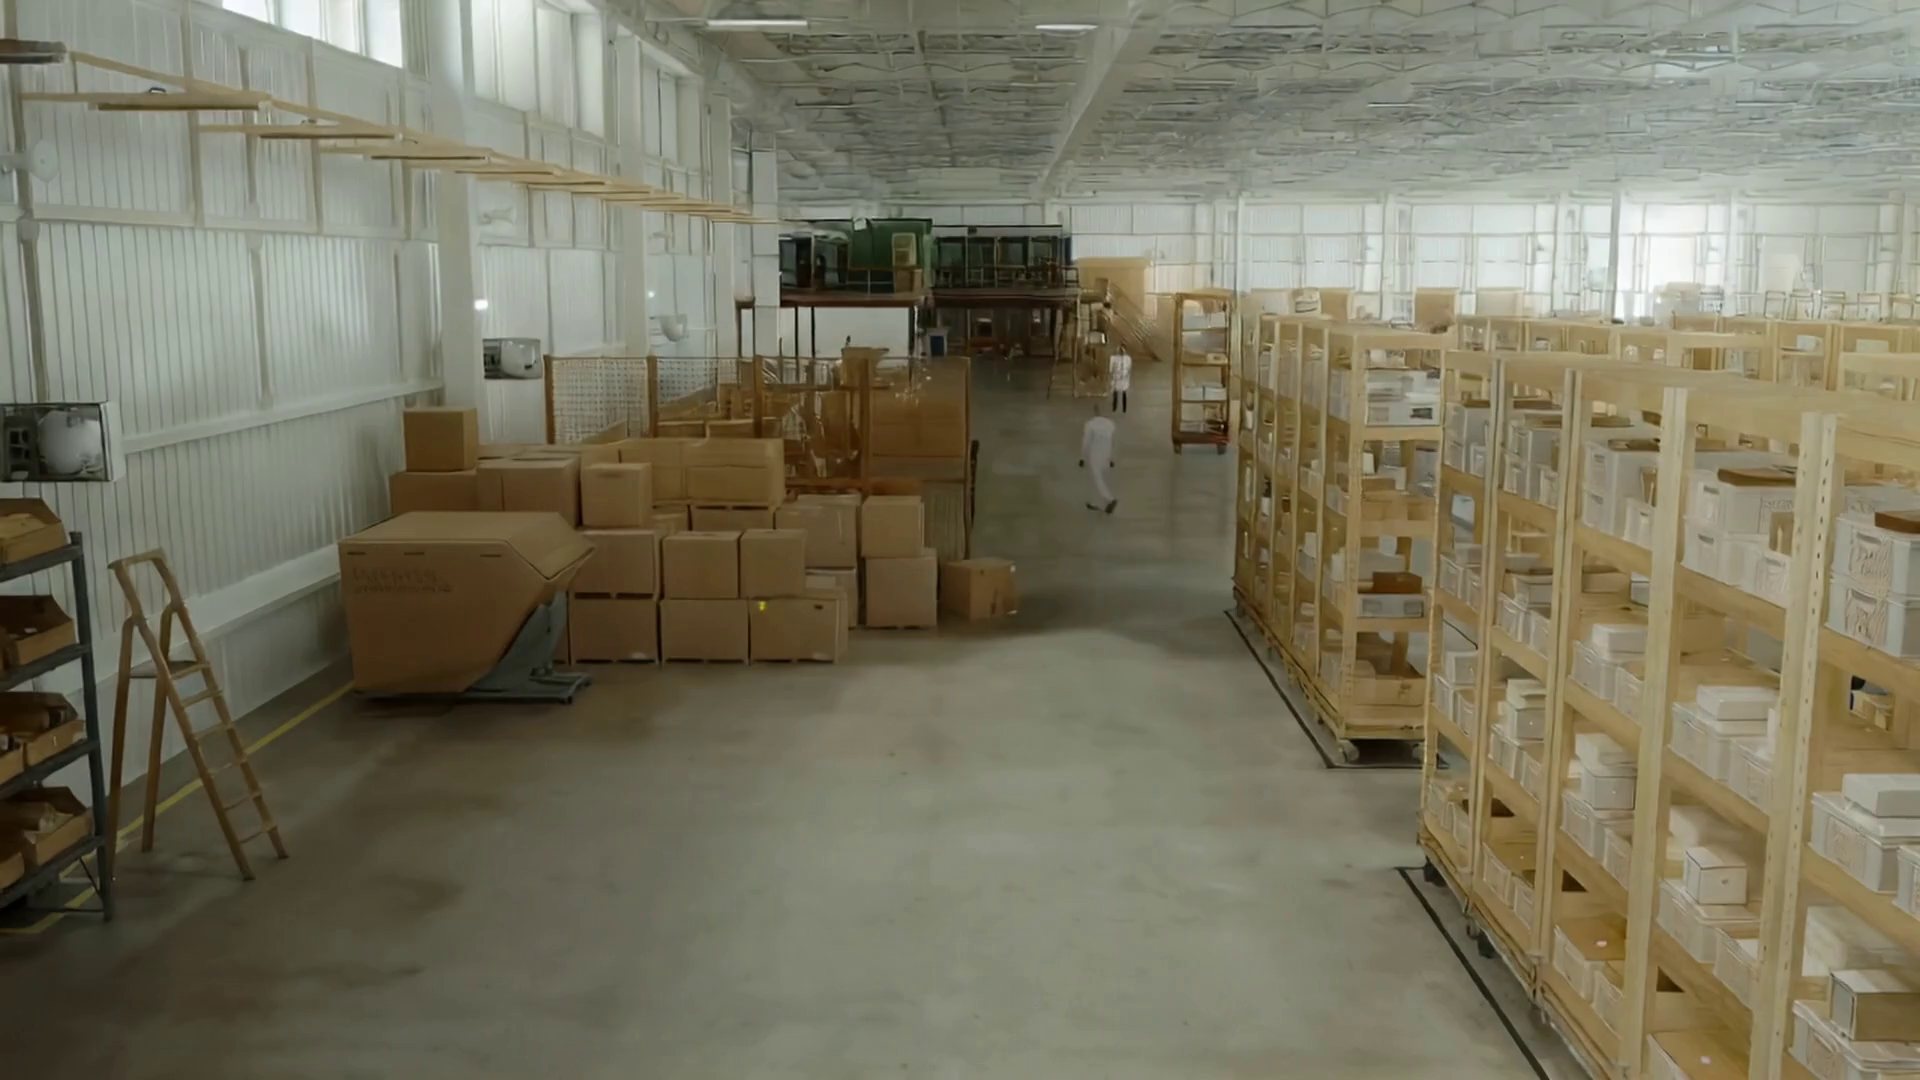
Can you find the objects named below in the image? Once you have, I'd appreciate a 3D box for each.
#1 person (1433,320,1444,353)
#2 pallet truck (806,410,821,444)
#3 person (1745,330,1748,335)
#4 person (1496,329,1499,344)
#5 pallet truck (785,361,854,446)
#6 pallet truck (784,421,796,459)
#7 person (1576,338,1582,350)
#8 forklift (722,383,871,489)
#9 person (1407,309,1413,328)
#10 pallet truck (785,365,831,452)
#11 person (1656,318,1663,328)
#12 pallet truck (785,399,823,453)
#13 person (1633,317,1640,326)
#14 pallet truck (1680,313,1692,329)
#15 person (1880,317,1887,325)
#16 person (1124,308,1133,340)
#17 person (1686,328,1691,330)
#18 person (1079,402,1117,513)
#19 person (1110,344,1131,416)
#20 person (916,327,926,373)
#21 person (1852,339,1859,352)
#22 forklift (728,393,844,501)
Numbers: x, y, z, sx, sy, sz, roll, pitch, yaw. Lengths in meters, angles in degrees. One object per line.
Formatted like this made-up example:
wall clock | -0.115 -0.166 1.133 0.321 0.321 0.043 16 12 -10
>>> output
person | 21.875 -9.140 76.084 0.558 1.862 0.851 -9 13 -42
pallet truck | -3.559 -2.018 33.905 1.522 1.261 0.704 0 9 -1
person | 34.388 -8.655 73.233 0.953 1.817 0.533 0 9 -3
person | 25.970 -9.892 80.539 0.742 1.924 0.638 6 11 33
pallet truck | -3.410 -3.193 38.978 1.885 1.965 0.823 0 9 -1
pallet truck | -4.013 -1.793 32.705 1.601 1.201 0.680 0 9 1
person | 24.803 -7.808 67.312 0.672 2.000 0.536 2 9 14
forklift | -2.893 -1.687 28.729 2.680 1.987 1.157 0 9 -1
person | 25.592 -12.178 94.655 0.398 1.918 0.590 6 11 32
pallet truck | -3.774 -2.976 37.635 1.885 1.965 0.823 1 9 5
person | 35.896 -10.595 85.646 0.606 1.676 0.541 -8 12 -40
pallet truck | -3.814 -2.432 36.419 1.630 1.274 0.653 0 9 1
person | 31.740 -9.496 78.100 0.593 1.922 0.400 0 9 1
pallet truck | 36.315 -10.531 84.244 0.823 1.965 1.885 -6 11 -33
person | 44.530 -9.819 80.218 0.622 1.872 0.945 -4 10 -26
person | 9.940 -12.746 98.082 0.612 1.937 0.409 -4 10 -22
person | 26.681 -6.789 61.164 0.393 1.992 0.622 -4 10 -25
person | 2.406 -1.404 28.331 0.647 1.875 0.882 -7 12 -39
person | 4.548 -4.545 47.171 0.615 2.042 0.372 2 9 10
person | -1.525 -7.605 66.572 0.508 1.865 0.609 -6 11 -31
person | 31.066 -6.158 58.033 0.688 1.744 0.538 5 10 28
forklift | -2.979 -1.316 26.476 2.680 1.987 1.157 0 9 1
